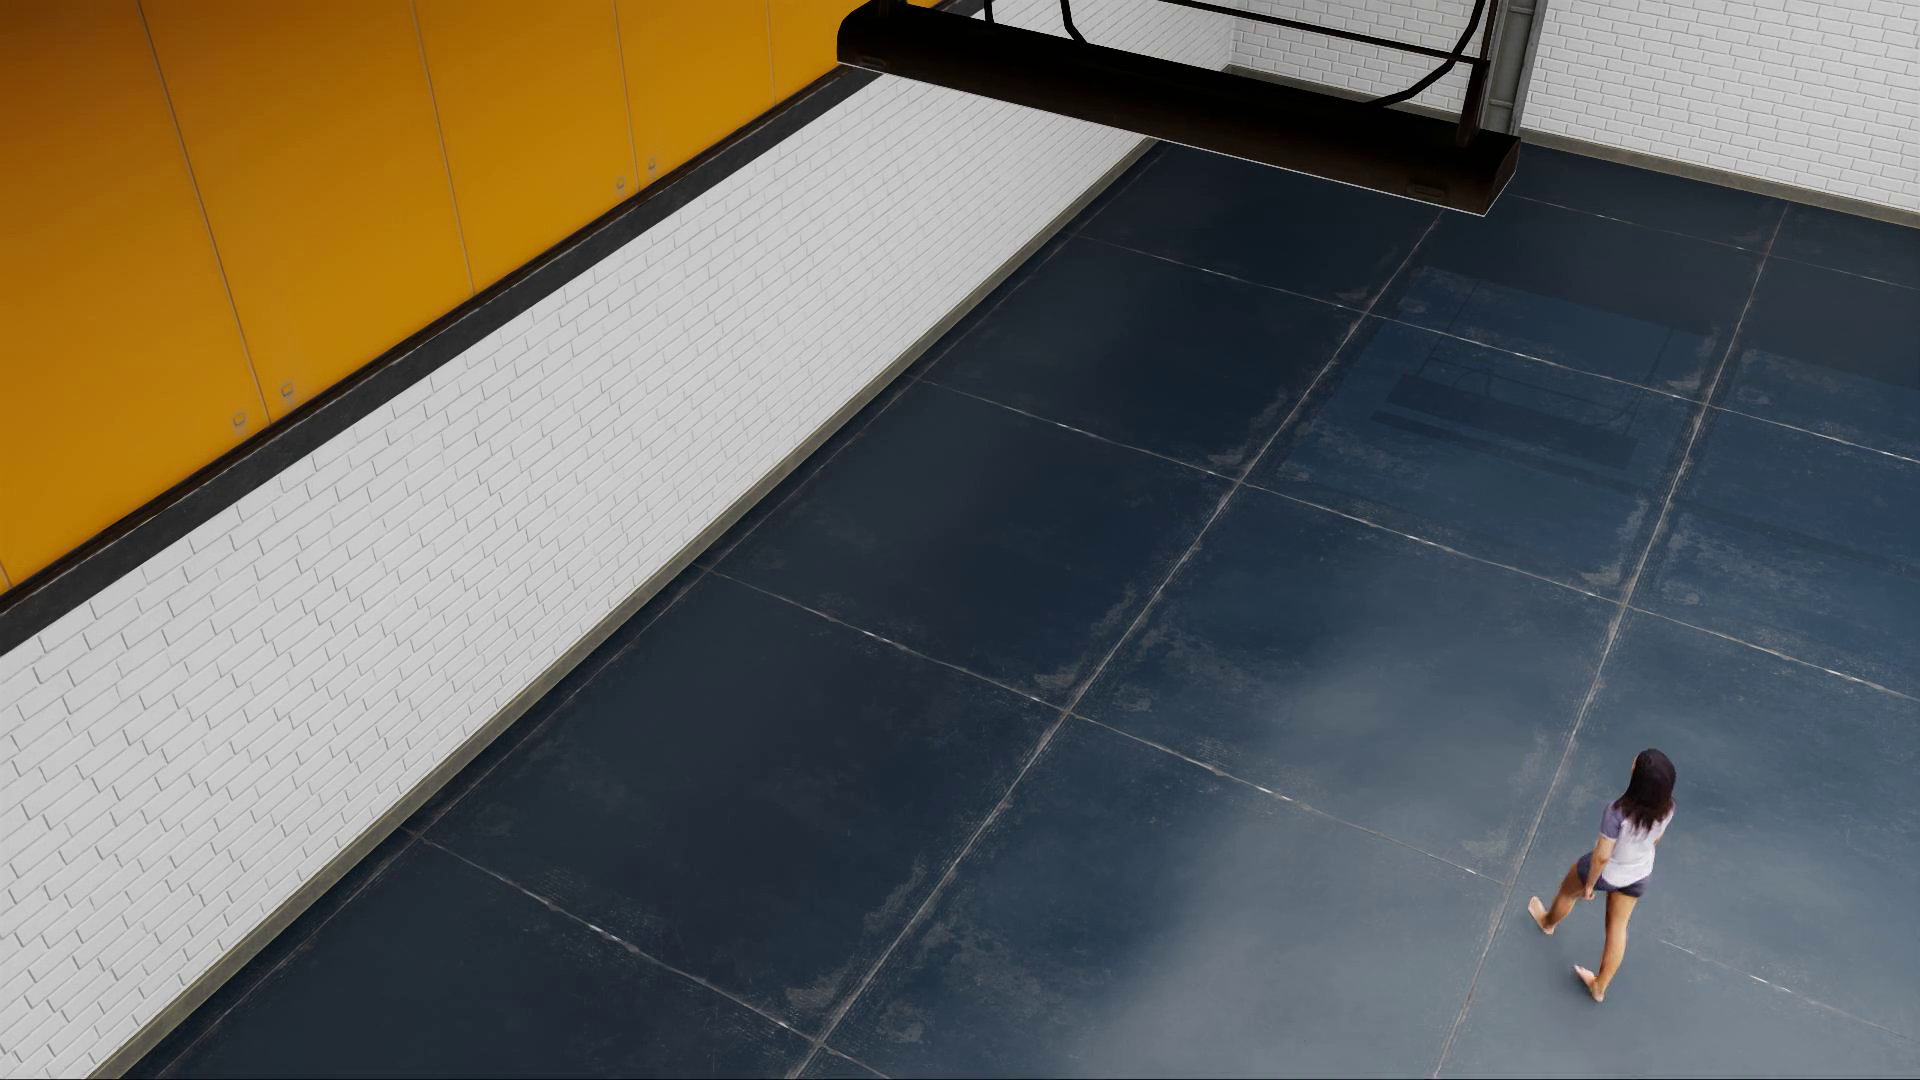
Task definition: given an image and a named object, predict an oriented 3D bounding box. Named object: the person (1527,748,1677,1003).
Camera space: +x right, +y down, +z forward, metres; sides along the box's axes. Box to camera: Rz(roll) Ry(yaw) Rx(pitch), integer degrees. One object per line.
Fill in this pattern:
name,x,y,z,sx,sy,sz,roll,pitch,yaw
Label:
person,3.580,1.857,8.958,0.972,1.703,1.014,-7,39,-9
